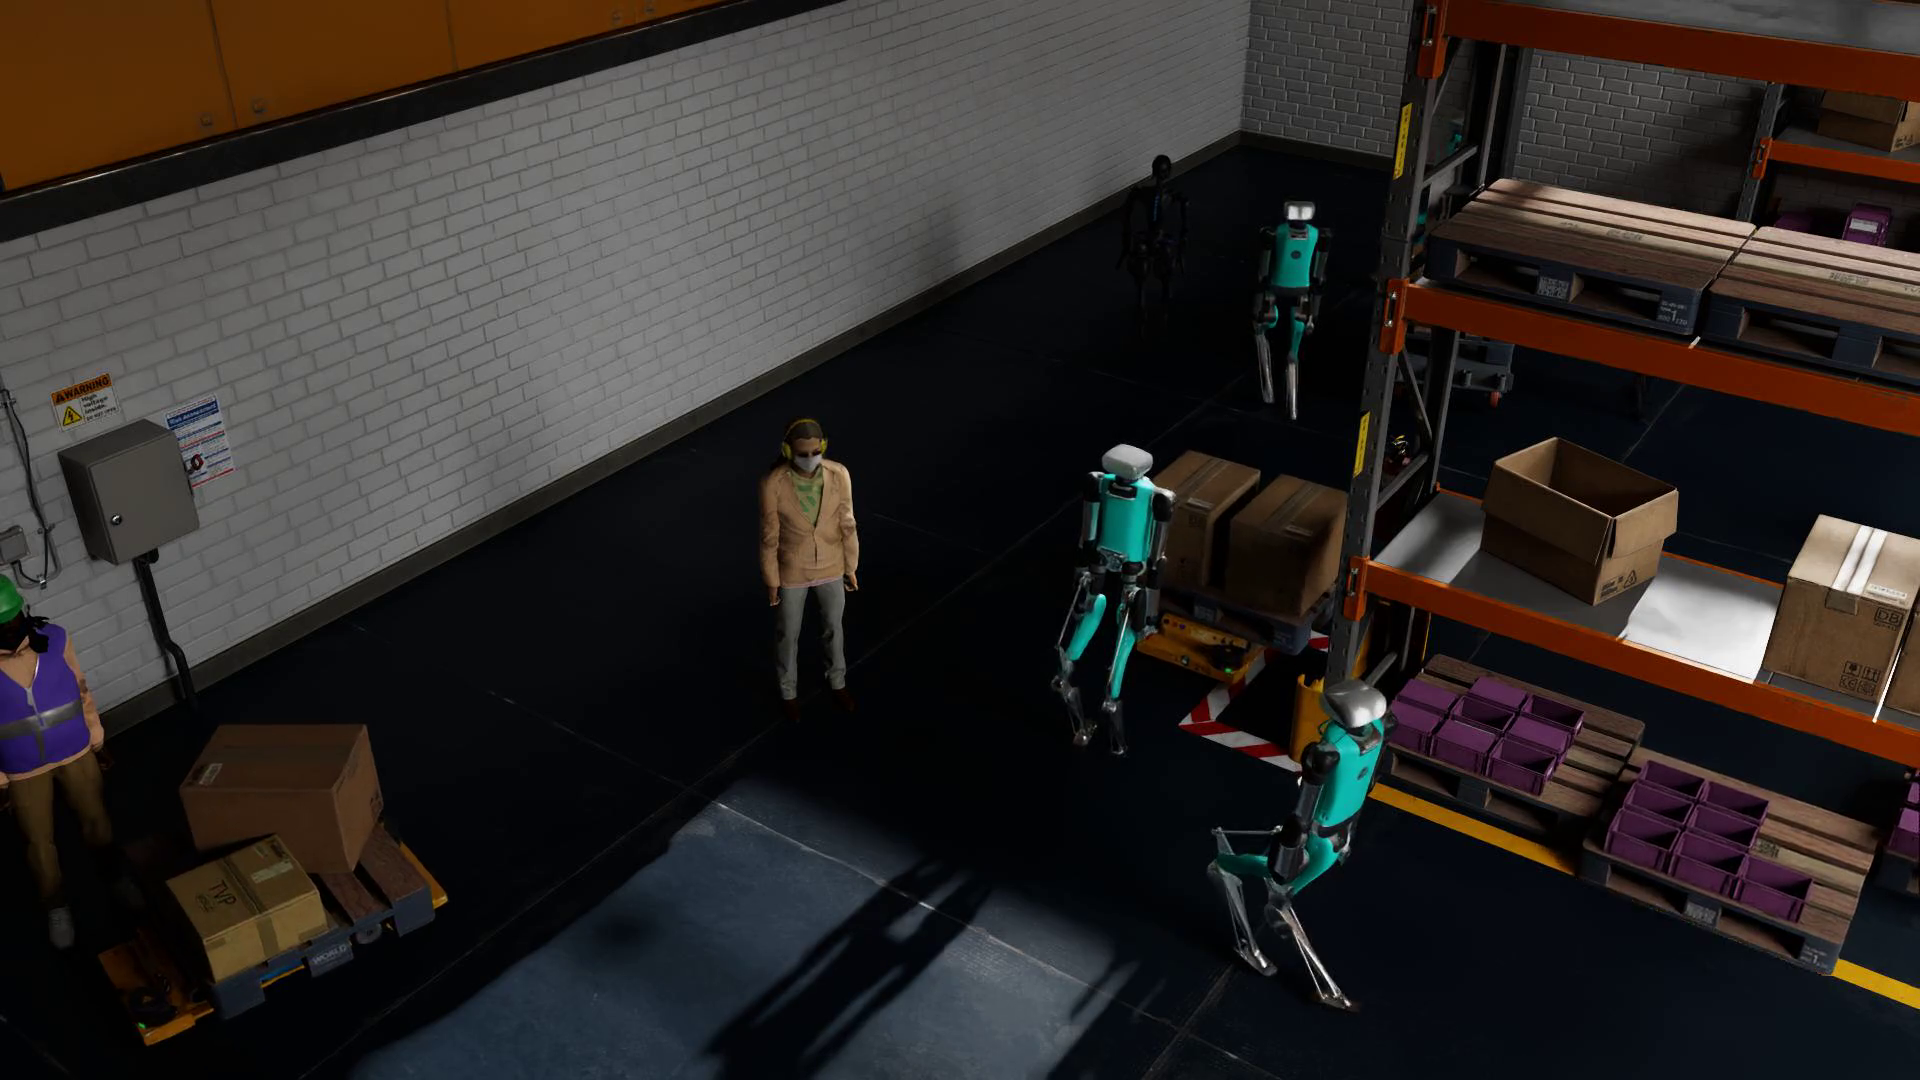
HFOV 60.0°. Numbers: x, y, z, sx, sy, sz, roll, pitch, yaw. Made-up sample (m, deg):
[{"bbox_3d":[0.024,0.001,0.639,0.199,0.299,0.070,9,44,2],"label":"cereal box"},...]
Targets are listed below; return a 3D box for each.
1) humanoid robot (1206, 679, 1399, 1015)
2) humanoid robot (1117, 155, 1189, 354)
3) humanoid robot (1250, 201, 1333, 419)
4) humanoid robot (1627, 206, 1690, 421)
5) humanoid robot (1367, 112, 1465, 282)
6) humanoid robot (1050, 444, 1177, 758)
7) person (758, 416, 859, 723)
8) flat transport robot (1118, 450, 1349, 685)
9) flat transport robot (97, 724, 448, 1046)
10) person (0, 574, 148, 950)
[{"bbox_3d":[1.450,1.300,7.322,0.543,1.770,0.878,-24,37,-35],"label":"humanoid robot"},{"bbox_3d":[1.590,-2.378,13.764,0.586,1.646,0.490,6,31,10],"label":"humanoid robot"},{"bbox_3d":[2.453,-1.768,12.689,0.538,1.835,0.769,1,30,2],"label":"humanoid robot"},{"bbox_3d":[5.308,-1.771,12.718,0.584,1.641,0.649,4,30,7],"label":"humanoid robot"},{"bbox_3d":[4.034,-2.925,14.695,1.044,1.768,0.573,9,31,15],"label":"humanoid robot"},{"bbox_3d":[0.732,0.429,8.846,0.538,1.772,0.840,18,35,28],"label":"humanoid robot"},{"bbox_3d":[-0.834,0.152,9.183,0.554,1.869,0.391,-10,32,-17],"label":"person"},{"bbox_3d":[1.731,0.400,10.346,0.659,0.231,1.431,19,35,29],"label":"flat transport robot"},{"bbox_3d":[-3.250,1.812,7.896,1.431,0.231,0.659,-23,37,-34],"label":"flat transport robot"},{"bbox_3d":[-4.229,0.982,7.673,0.533,1.932,0.409,-26,39,-37],"label":"person"}]
